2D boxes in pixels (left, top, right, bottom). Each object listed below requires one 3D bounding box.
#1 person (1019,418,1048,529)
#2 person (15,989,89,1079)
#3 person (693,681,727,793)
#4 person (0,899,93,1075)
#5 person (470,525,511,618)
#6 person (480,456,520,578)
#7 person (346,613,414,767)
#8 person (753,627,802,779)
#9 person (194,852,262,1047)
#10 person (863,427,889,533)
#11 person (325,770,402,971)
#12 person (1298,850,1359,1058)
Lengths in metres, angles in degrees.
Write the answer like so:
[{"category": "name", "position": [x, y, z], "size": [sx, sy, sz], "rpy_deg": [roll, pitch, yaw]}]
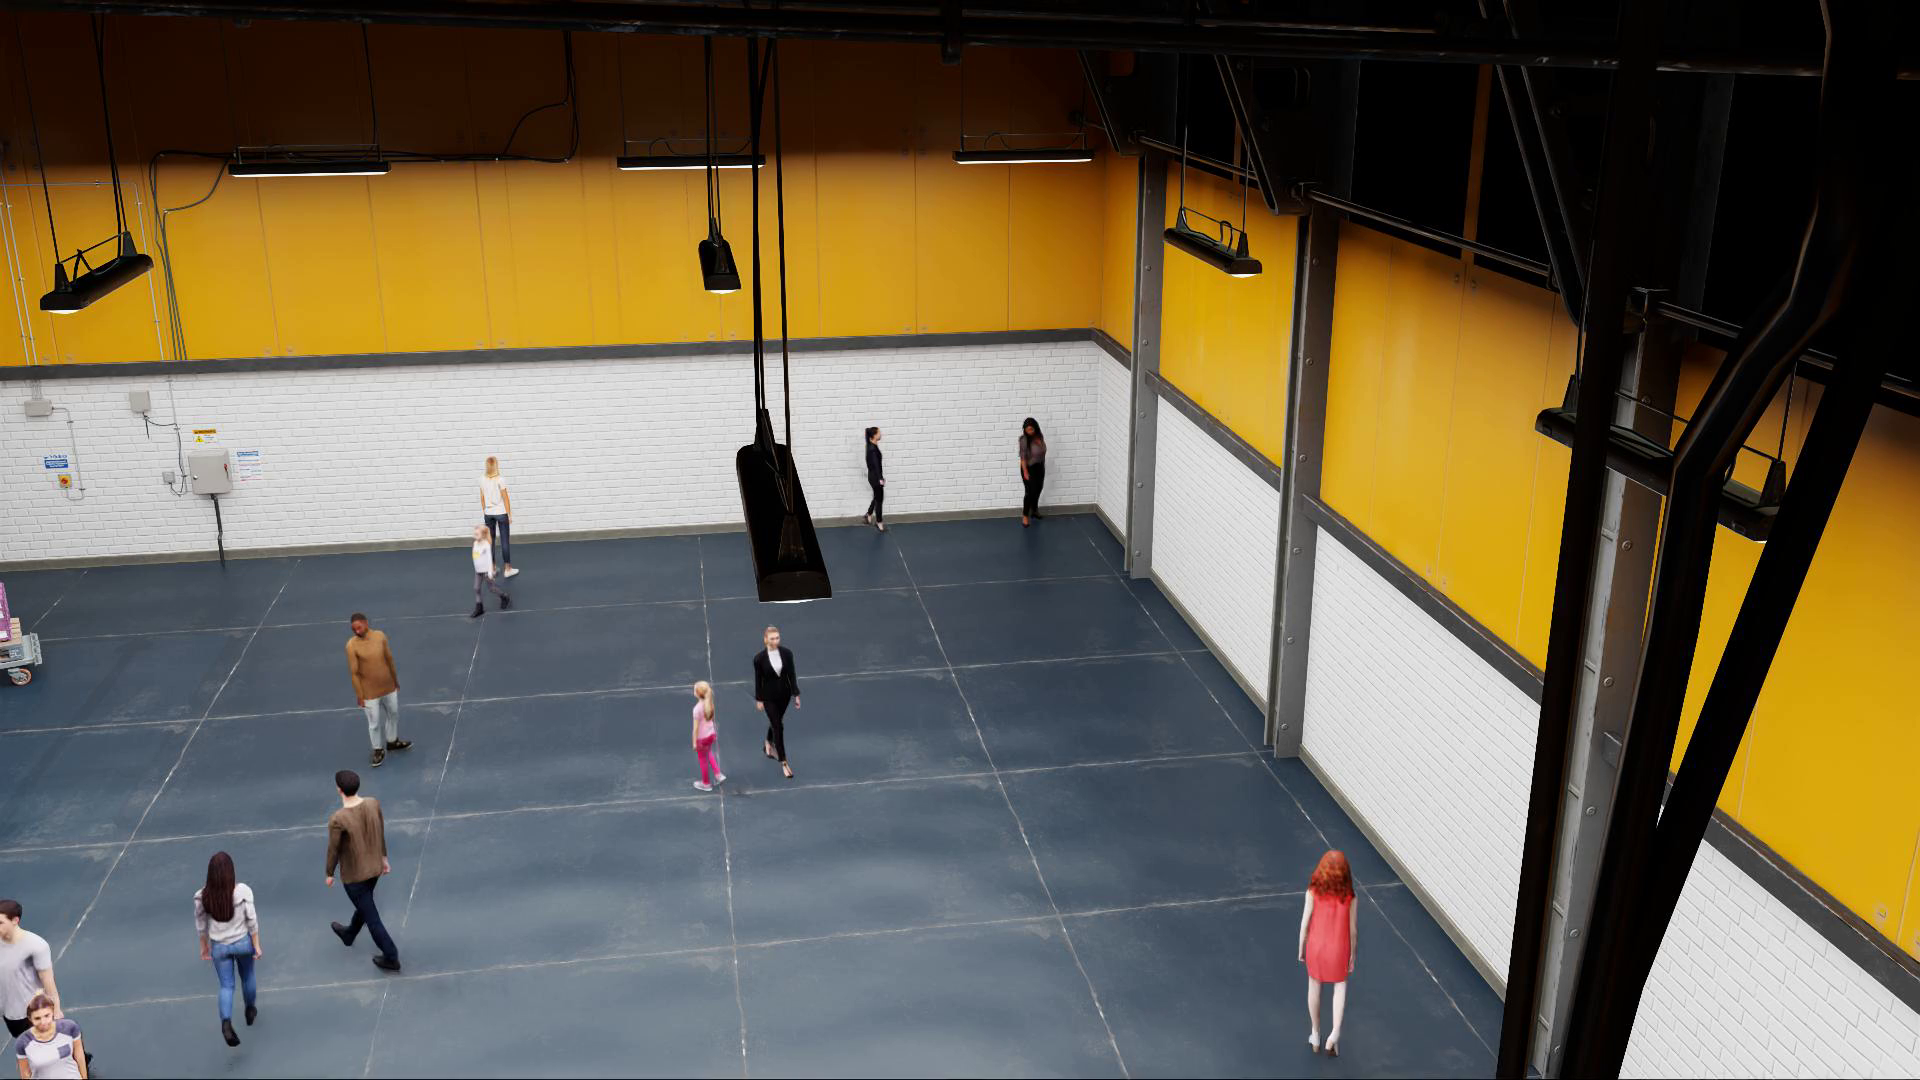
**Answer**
[{"category": "person", "position": [1.150, -1.097, 26.353], "size": [0.930, 1.803, 0.918], "rpy_deg": [11, 22, 30]}, {"category": "person", "position": [-6.384, 3.914, 11.760], "size": [0.637, 1.620, 0.646], "rpy_deg": [-13, 22, -33]}, {"category": "person", "position": [-2.671, 2.093, 17.722], "size": [0.710, 1.266, 0.657], "rpy_deg": [10, 21, 27]}, {"category": "person", "position": [-6.991, 3.524, 12.588], "size": [1.045, 1.832, 1.297], "rpy_deg": [6, 19, 16]}, {"category": "person", "position": [-6.460, 0.404, 22.746], "size": [0.837, 1.261, 0.898], "rpy_deg": [12, 22, 32]}, {"category": "person", "position": [-6.727, -0.347, 24.118], "size": [0.658, 1.808, 0.637], "rpy_deg": [4, 19, 13]}, {"category": "person", "position": [-6.418, 1.607, 18.343], "size": [0.883, 1.790, 0.891], "rpy_deg": [12, 22, 31]}, {"category": "person", "position": [-2.037, 1.725, 18.200], "size": [0.873, 1.659, 1.141], "rpy_deg": [-11, 21, -29]}, {"category": "person", "position": [-5.905, 3.348, 13.467], "size": [0.675, 1.603, 0.992], "rpy_deg": [-5, 19, -14]}, {"category": "person", "position": [-1.371, -0.945, 26.056], "size": [0.684, 1.705, 0.578], "rpy_deg": [-1, 19, -4]}, {"category": "person", "position": [-5.132, 2.905, 14.419], "size": [1.163, 1.834, 1.163], "rpy_deg": [10, 21, 27]}, {"category": "person", "position": [2.916, 3.331, 13.186], "size": [0.740, 1.815, 0.870], "rpy_deg": [3, 19, 8]}]
